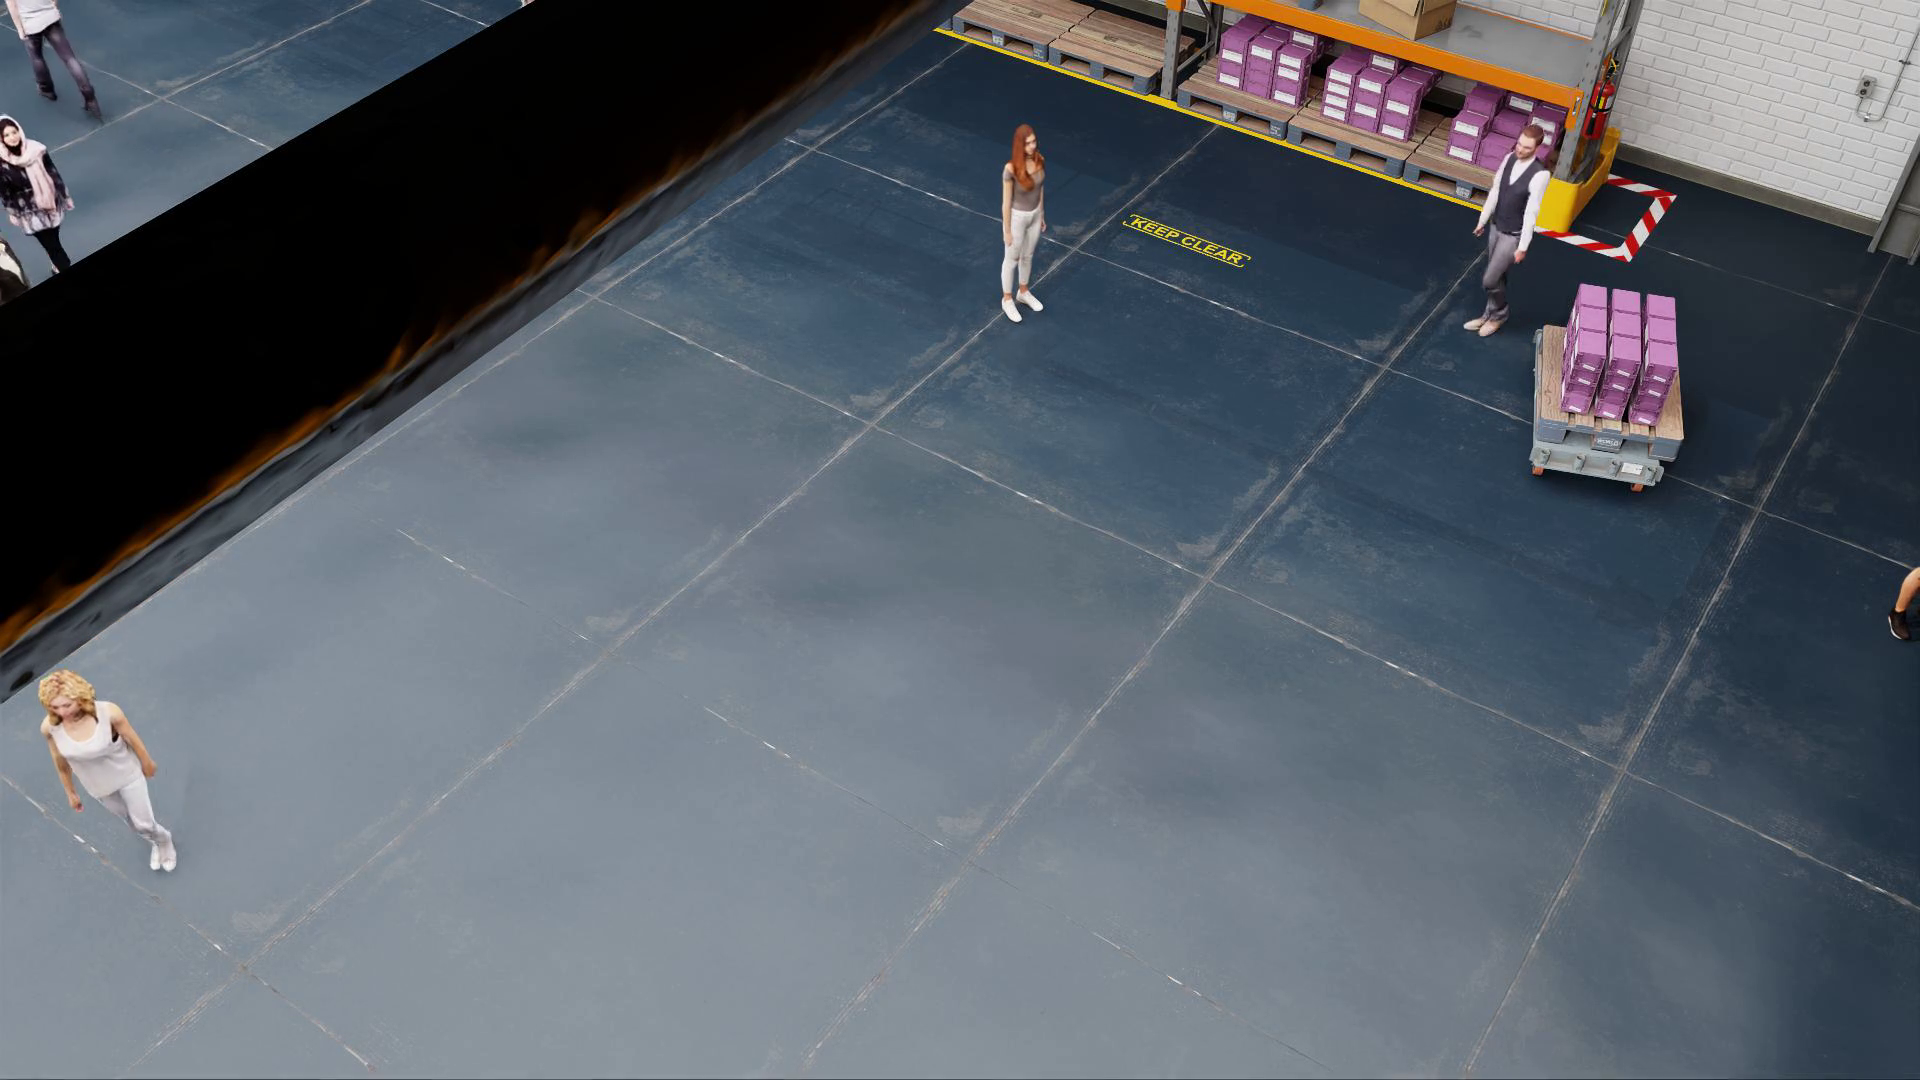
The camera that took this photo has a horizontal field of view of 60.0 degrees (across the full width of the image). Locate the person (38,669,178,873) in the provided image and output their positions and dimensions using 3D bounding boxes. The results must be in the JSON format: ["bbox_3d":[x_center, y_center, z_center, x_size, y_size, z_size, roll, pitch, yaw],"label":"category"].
[{"bbox_3d":[-4.872,1.283,9.575,0.704,1.658,0.761,-8,44,-8],"label":"person"}]

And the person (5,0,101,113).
[{"bbox_3d":[-8.797,-4.929,15.999,1.232,1.792,0.733,29,51,27],"label":"person"}]

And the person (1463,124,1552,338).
[{"bbox_3d":[4.495,-2.483,13.333,0.855,1.927,0.775,-11,45,-11],"label":"person"}]

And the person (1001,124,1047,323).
[{"bbox_3d":[0.507,-2.616,13.620,0.631,1.724,0.598,-30,51,-28],"label":"person"}]

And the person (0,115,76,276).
[{"bbox_3d":[-7.775,-2.839,13.938,0.973,1.608,0.666,28,50,26],"label":"person"}]
